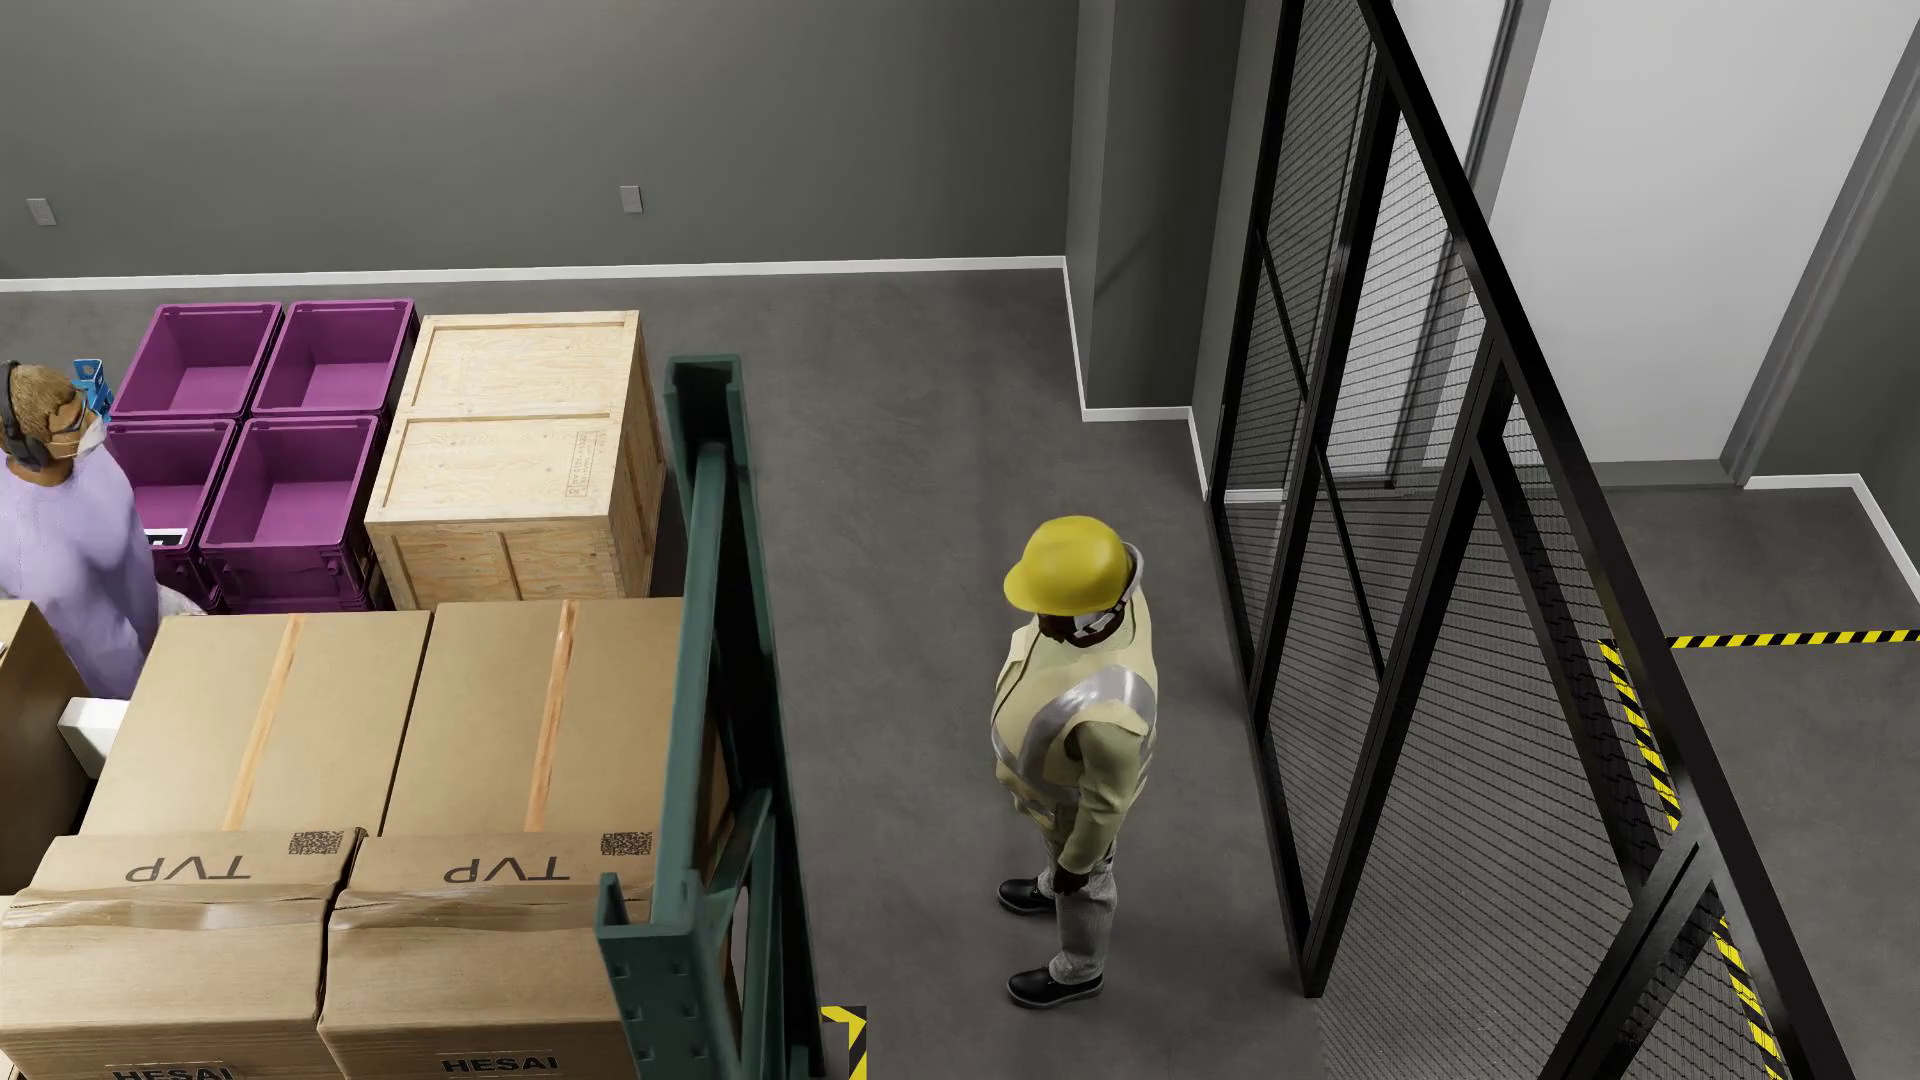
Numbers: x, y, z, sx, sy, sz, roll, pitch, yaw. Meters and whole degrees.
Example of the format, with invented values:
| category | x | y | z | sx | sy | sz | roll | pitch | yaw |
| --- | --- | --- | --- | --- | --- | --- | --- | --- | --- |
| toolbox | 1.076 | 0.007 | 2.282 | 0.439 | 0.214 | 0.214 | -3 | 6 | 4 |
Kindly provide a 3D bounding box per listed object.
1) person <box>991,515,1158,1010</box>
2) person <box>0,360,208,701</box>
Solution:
| category | x | y | z | sx | sy | sz | roll | pitch | yaw |
| --- | --- | --- | --- | --- | --- | --- | --- | --- | --- |
| person | 0.278 | 0.593 | 4.268 | 0.403 | 1.825 | 0.589 | -1 | 46 | -1 |
| person | -2.235 | 0.276 | 4.509 | 0.433 | 1.923 | 0.637 | -10 | 47 | -9 |
